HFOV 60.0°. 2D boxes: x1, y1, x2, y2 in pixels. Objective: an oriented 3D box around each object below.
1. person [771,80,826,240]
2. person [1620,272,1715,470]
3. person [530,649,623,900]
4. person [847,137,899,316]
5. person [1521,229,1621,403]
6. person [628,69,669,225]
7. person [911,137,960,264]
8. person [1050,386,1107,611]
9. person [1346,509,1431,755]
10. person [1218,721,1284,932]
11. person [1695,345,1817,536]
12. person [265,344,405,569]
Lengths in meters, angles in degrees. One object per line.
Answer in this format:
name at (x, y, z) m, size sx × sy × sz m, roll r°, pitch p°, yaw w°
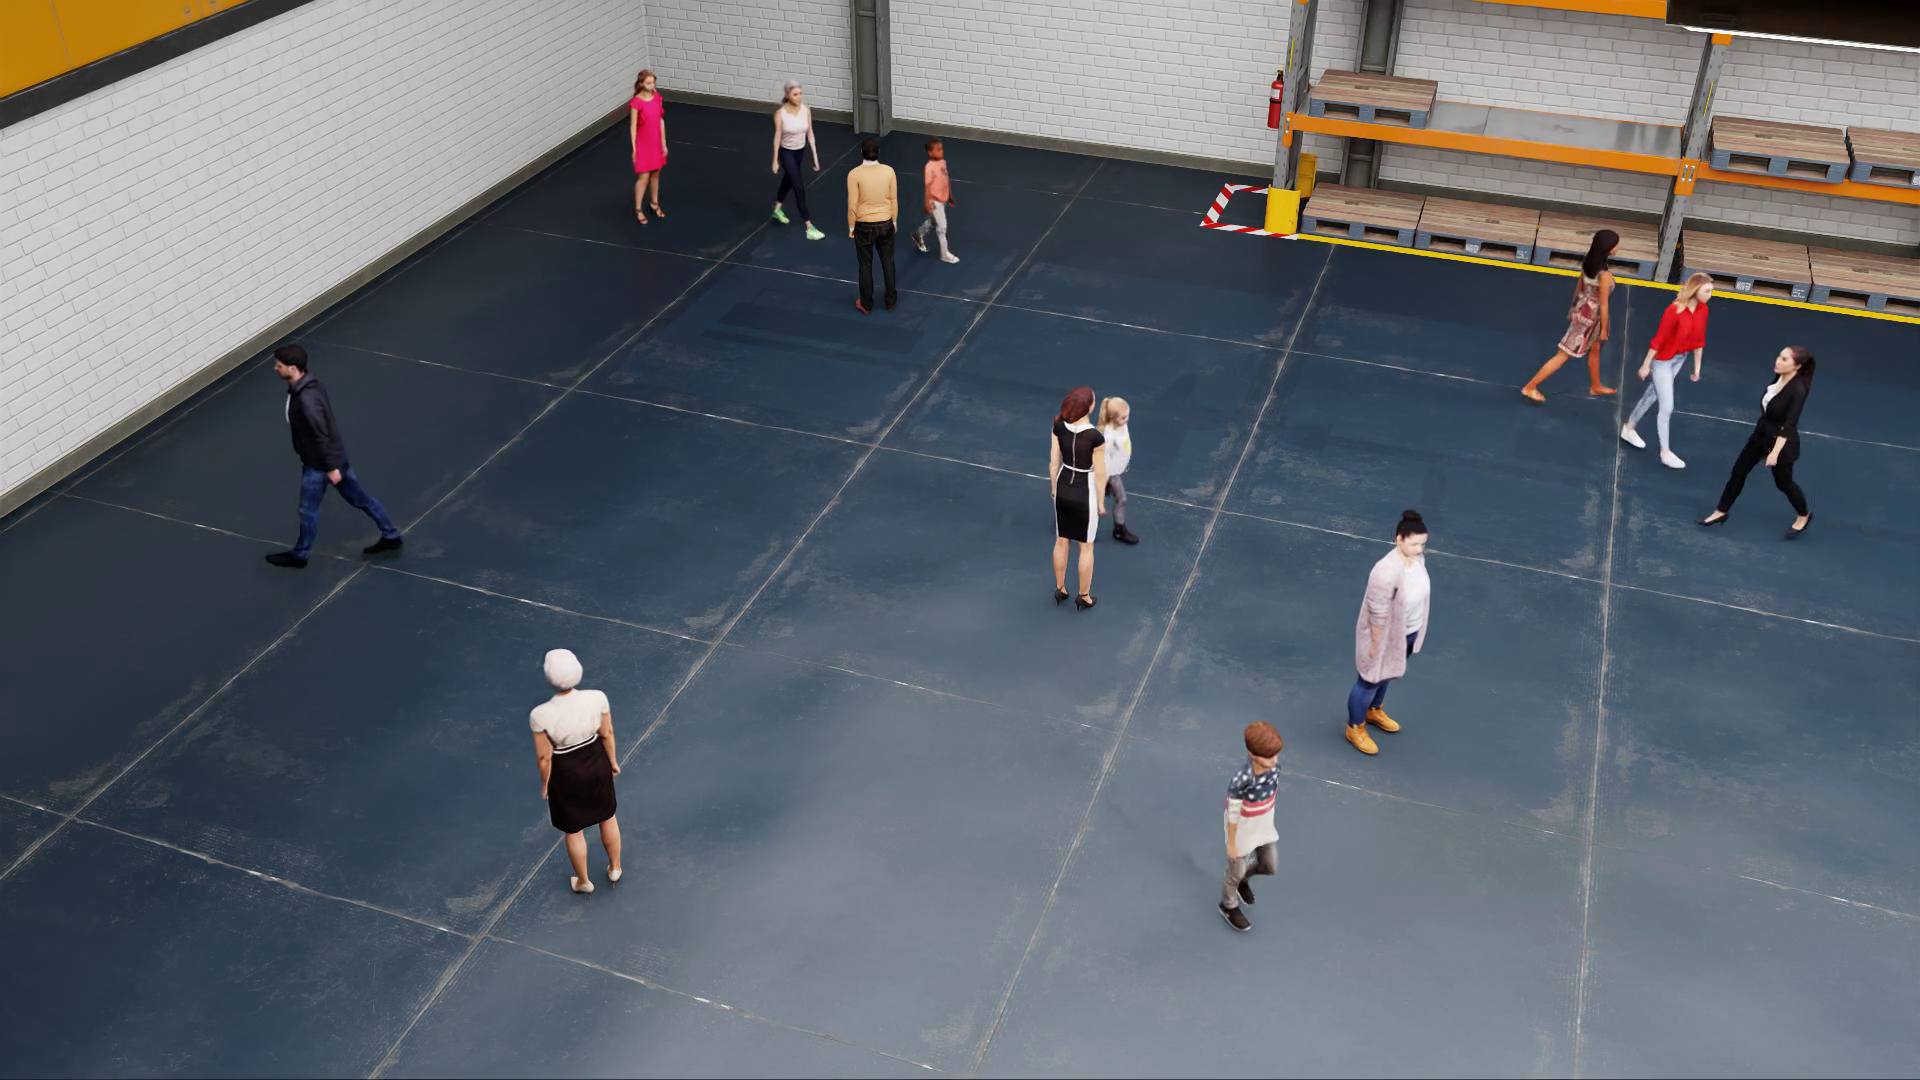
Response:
person at (-1.835, -4.086, 17.748) m, size 0.966 × 1.644 × 1.259 m, roll -28°, pitch 43°, yaw -35°
person at (5.813, -1.485, 13.810) m, size 0.986 × 1.671 × 1.058 m, roll -14°, pitch 36°, yaw -20°
person at (-2.165, 1.345, 9.476) m, size 0.698 × 1.756 × 0.738 m, roll -18°, pitch 37°, yaw -24°
person at (-0.839, -3.038, 16.071) m, size 0.725 × 1.753 × 0.810 m, roll -11°, pitch 35°, yaw -16°
person at (5.376, -1.911, 14.512) m, size 1.223 × 1.603 × 0.931 m, roll -1°, pitch 34°, yaw -2°
person at (-3.385, -4.246, 17.931) m, size 0.714 × 1.708 × 0.698 m, roll 25°, pitch 41°, yaw 32°
person at (-0.288, -3.562, 17.269) m, size 0.904 × 1.300 × 0.595 m, roll 19°, pitch 38°, yaw 26°
person at (0.838, -0.289, 11.899) m, size 0.512 × 1.795 × 0.682 m, roll 19°, pitch 38°, yaw 26°
person at (2.745, 0.562, 10.668) m, size 0.762 × 1.740 × 0.781 m, roll 26°, pitch 42°, yaw 34°
person at (1.599, 1.580, 9.418) m, size 0.651 × 1.429 × 0.708 m, roll -18°, pitch 38°, yaw -25°
person at (6.319, -0.717, 12.701) m, size 1.150 × 1.620 × 0.840 m, roll 0°, pitch 34°, yaw 1°
person at (-4.616, -0.601, 12.332) m, size 1.318 × 1.835 × 1.149 m, roll -8°, pitch 35°, yaw -12°
